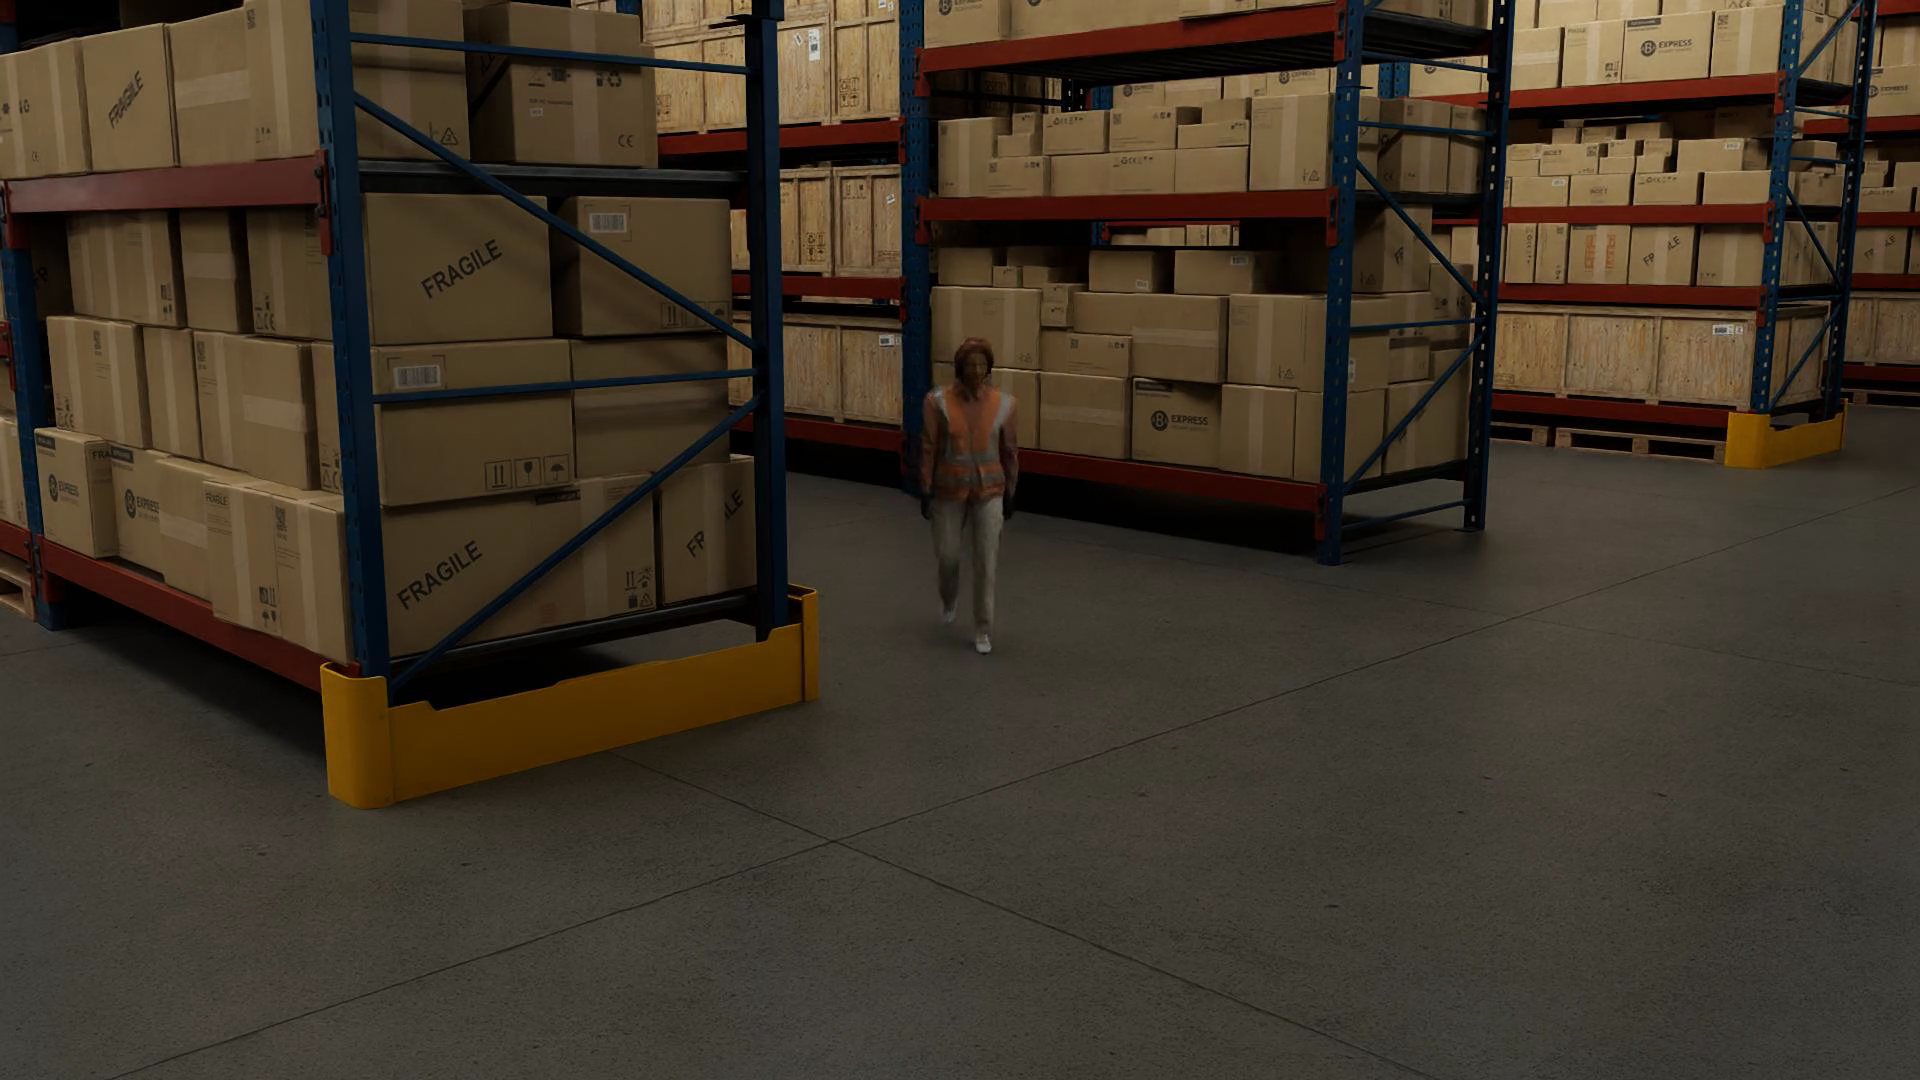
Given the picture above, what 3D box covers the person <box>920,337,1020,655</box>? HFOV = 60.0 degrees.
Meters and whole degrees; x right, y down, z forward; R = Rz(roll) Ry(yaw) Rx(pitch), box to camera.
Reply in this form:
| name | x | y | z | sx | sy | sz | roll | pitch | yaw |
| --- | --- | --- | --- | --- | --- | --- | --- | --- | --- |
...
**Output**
| name | x | y | z | sx | sy | sz | roll | pitch | yaw |
| --- | --- | --- | --- | --- | --- | --- | --- | --- | --- |
| person | 0.049 | -0.247 | 8.624 | 0.522 | 1.620 | 0.520 | 0 | 10 | -3 |
